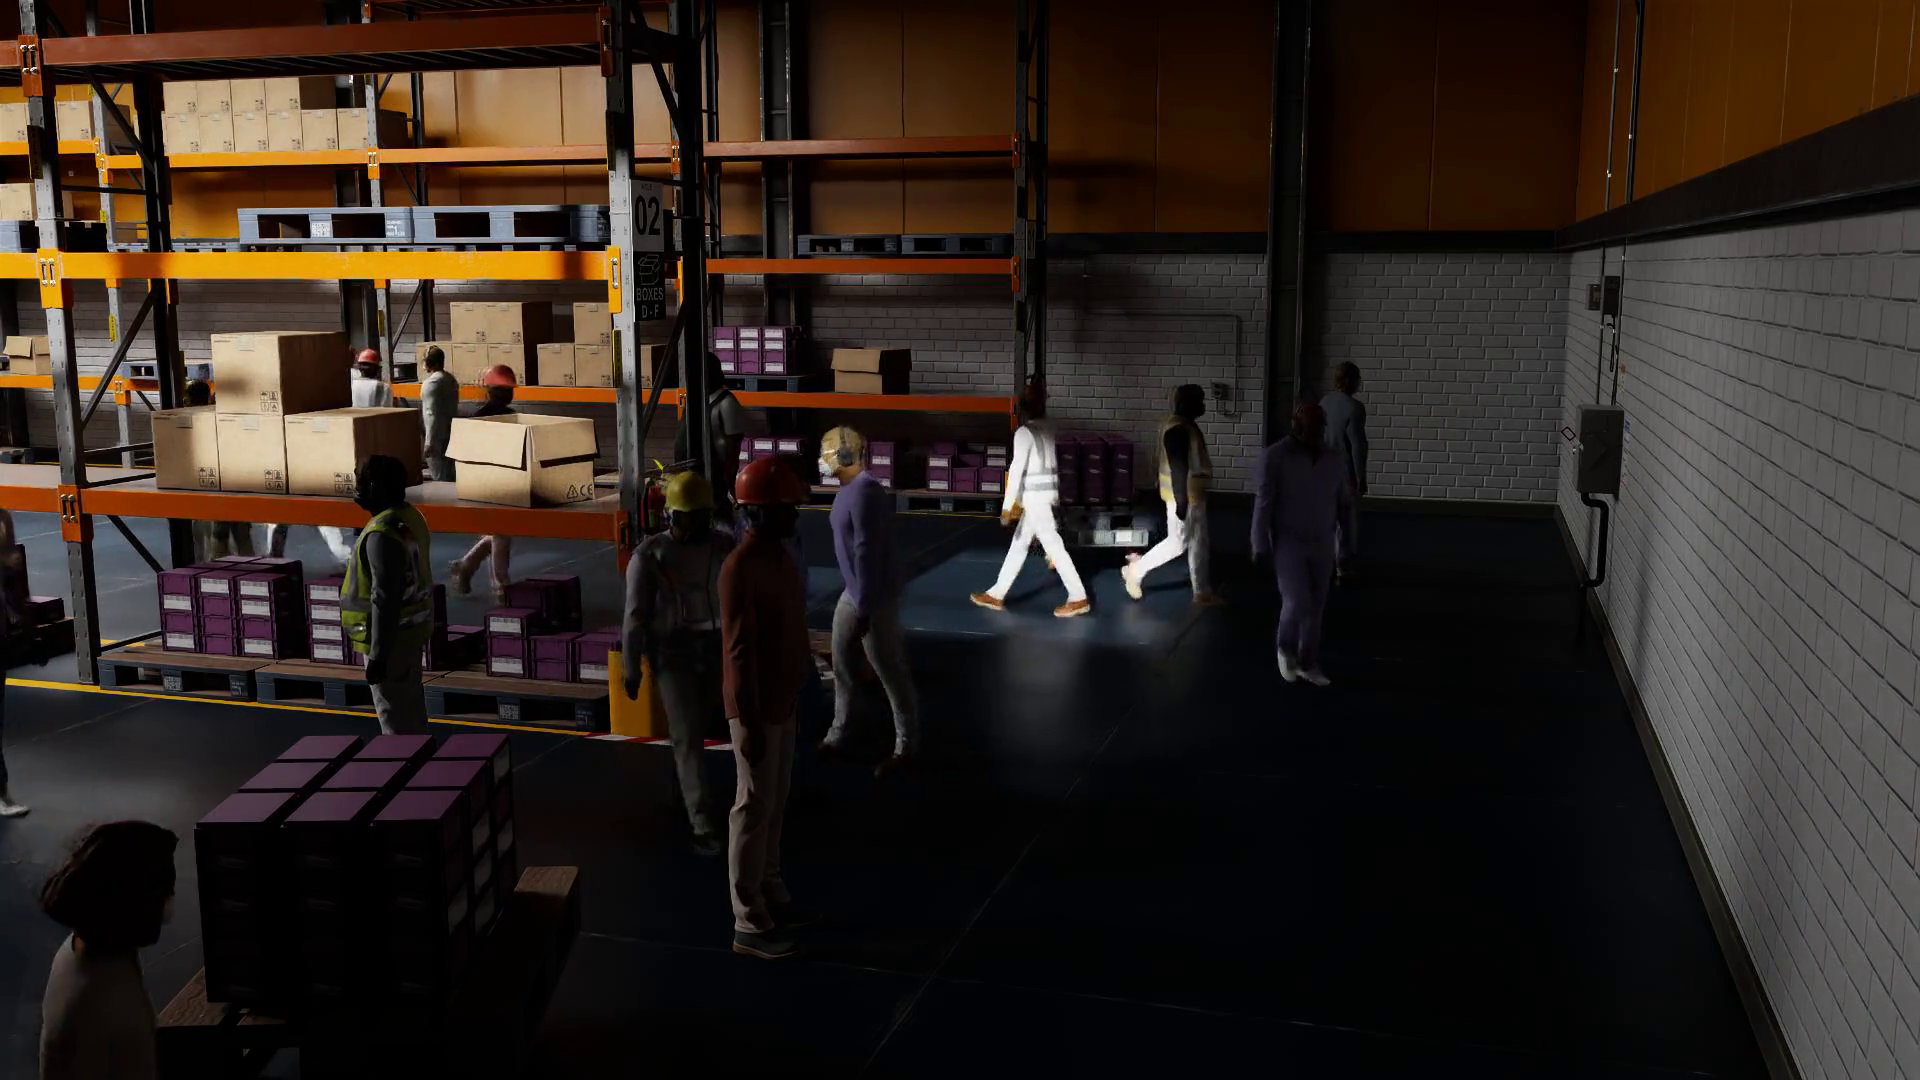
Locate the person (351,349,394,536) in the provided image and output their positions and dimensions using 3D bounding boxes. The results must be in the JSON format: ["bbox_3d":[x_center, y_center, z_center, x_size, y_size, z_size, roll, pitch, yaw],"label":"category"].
[{"bbox_3d":[-6.112,-1.014,17.209,0.662,1.884,0.794,0,9,-1],"label":"person"}]

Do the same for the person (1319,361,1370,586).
[{"bbox_3d":[3.304,-0.572,14.358,0.372,1.940,0.632,-4,10,-23],"label":"person"}]

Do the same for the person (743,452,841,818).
[{"bbox_3d":[-0.865,0.485,8.266,0.534,1.826,0.638,2,9,9],"label":"person"}]

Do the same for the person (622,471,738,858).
[{"bbox_3d":[-1.203,0.573,7.826,0.612,1.791,0.868,-9,13,-44],"label":"person"}]

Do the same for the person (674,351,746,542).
[{"bbox_3d":[-2.174,-0.599,14.213,0.683,2.000,0.538,9,13,43],"label":"person"}]

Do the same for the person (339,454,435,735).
[{"bbox_3d":[-2.797,0.497,8.144,0.429,1.844,0.626,-1,9,-8],"label":"person"}]

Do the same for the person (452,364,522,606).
[{"bbox_3d":[-3.850,-0.445,13.495,0.750,1.979,0.629,2,10,15],"label":"person"}]

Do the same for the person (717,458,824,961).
[{"bbox_3d":[-0.767,0.661,6.673,0.380,1.995,0.611,1,9,9],"label":"person"}]

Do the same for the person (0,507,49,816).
[{"bbox_3d":[-4.864,0.451,8.171,0.379,1.924,0.621,4,10,25],"label":"person"}]

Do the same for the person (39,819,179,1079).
[{"bbox_3d":[-1.831,1.377,3.572,0.894,1.581,0.526,-4,10,-24],"label":"person"}]

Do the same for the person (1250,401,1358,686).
[{"bbox_3d":[2.256,0.037,10.819,0.755,1.883,0.450,-3,10,-19],"label":"person"}]

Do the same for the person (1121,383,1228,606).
[{"bbox_3d":[1.757,-0.361,13.444,0.780,1.822,0.630,4,10,21],"label":"person"}]

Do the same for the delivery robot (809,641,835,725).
[{"bbox_3d":[-0.917,0.832,9.726,0.477,0.478,0.707,-4,10,-23],"label":"delivery robot"}]

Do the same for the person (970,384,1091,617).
[{"bbox_3d":[0.581,-0.306,13.110,1.030,1.826,0.692,4,10,23],"label":"person"}]

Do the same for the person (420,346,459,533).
[{"bbox_3d":[-5.388,-1.039,17.219,0.381,1.936,0.641,1,9,6],"label":"person"}]

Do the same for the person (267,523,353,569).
[{"bbox_3d":[-5.807,-0.635,14.850,0.973,1.896,0.639,0,9,-2],"label":"person"}]

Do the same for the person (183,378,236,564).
[{"bbox_3d":[-6.236,-0.422,13.776,0.939,1.833,0.524,3,10,16],"label":"person"}]

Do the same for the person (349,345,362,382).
[{"bbox_3d":[-7.112,-1.374,19.553,0.949,1.849,0.585,7,12,38],"label":"person"}]

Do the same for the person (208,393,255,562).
[{"bbox_3d":[-5.508,-0.232,12.599,0.536,1.859,0.653,1,9,5],"label":"person"}]

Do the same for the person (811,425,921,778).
[{"bbox_3d":[-0.533,0.335,8.996,0.666,1.905,0.633,-3,10,-17],"label":"person"}]

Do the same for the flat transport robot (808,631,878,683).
[{"bbox_3d":[-1.178,0.759,11.317,1.431,0.197,0.652,3,10,18],"label":"flat transport robot"}]
